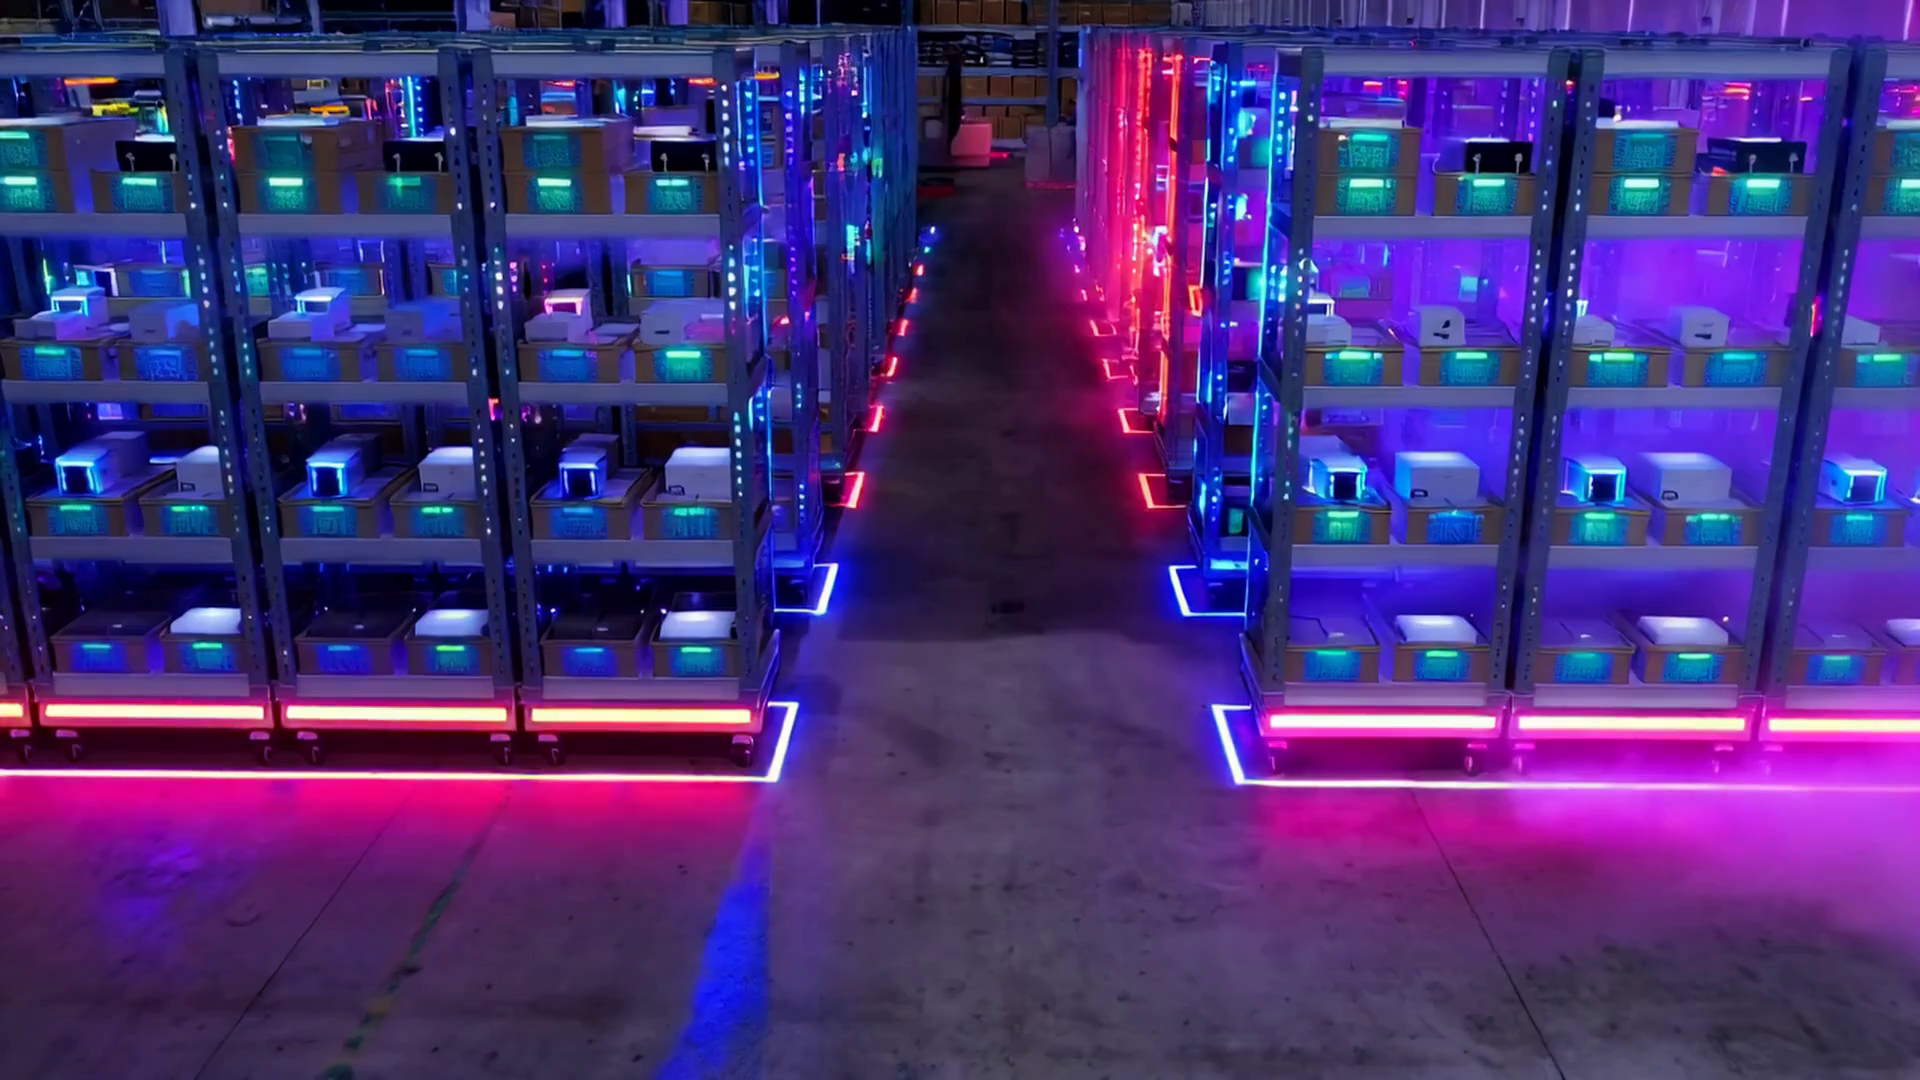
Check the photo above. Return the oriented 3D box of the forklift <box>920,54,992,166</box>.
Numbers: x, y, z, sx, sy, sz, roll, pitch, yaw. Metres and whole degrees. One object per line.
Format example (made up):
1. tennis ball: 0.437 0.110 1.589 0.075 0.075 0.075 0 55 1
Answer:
1. forklift: -0.103 -11.257 43.516 1.873 2.768 1.129 0 17 1
